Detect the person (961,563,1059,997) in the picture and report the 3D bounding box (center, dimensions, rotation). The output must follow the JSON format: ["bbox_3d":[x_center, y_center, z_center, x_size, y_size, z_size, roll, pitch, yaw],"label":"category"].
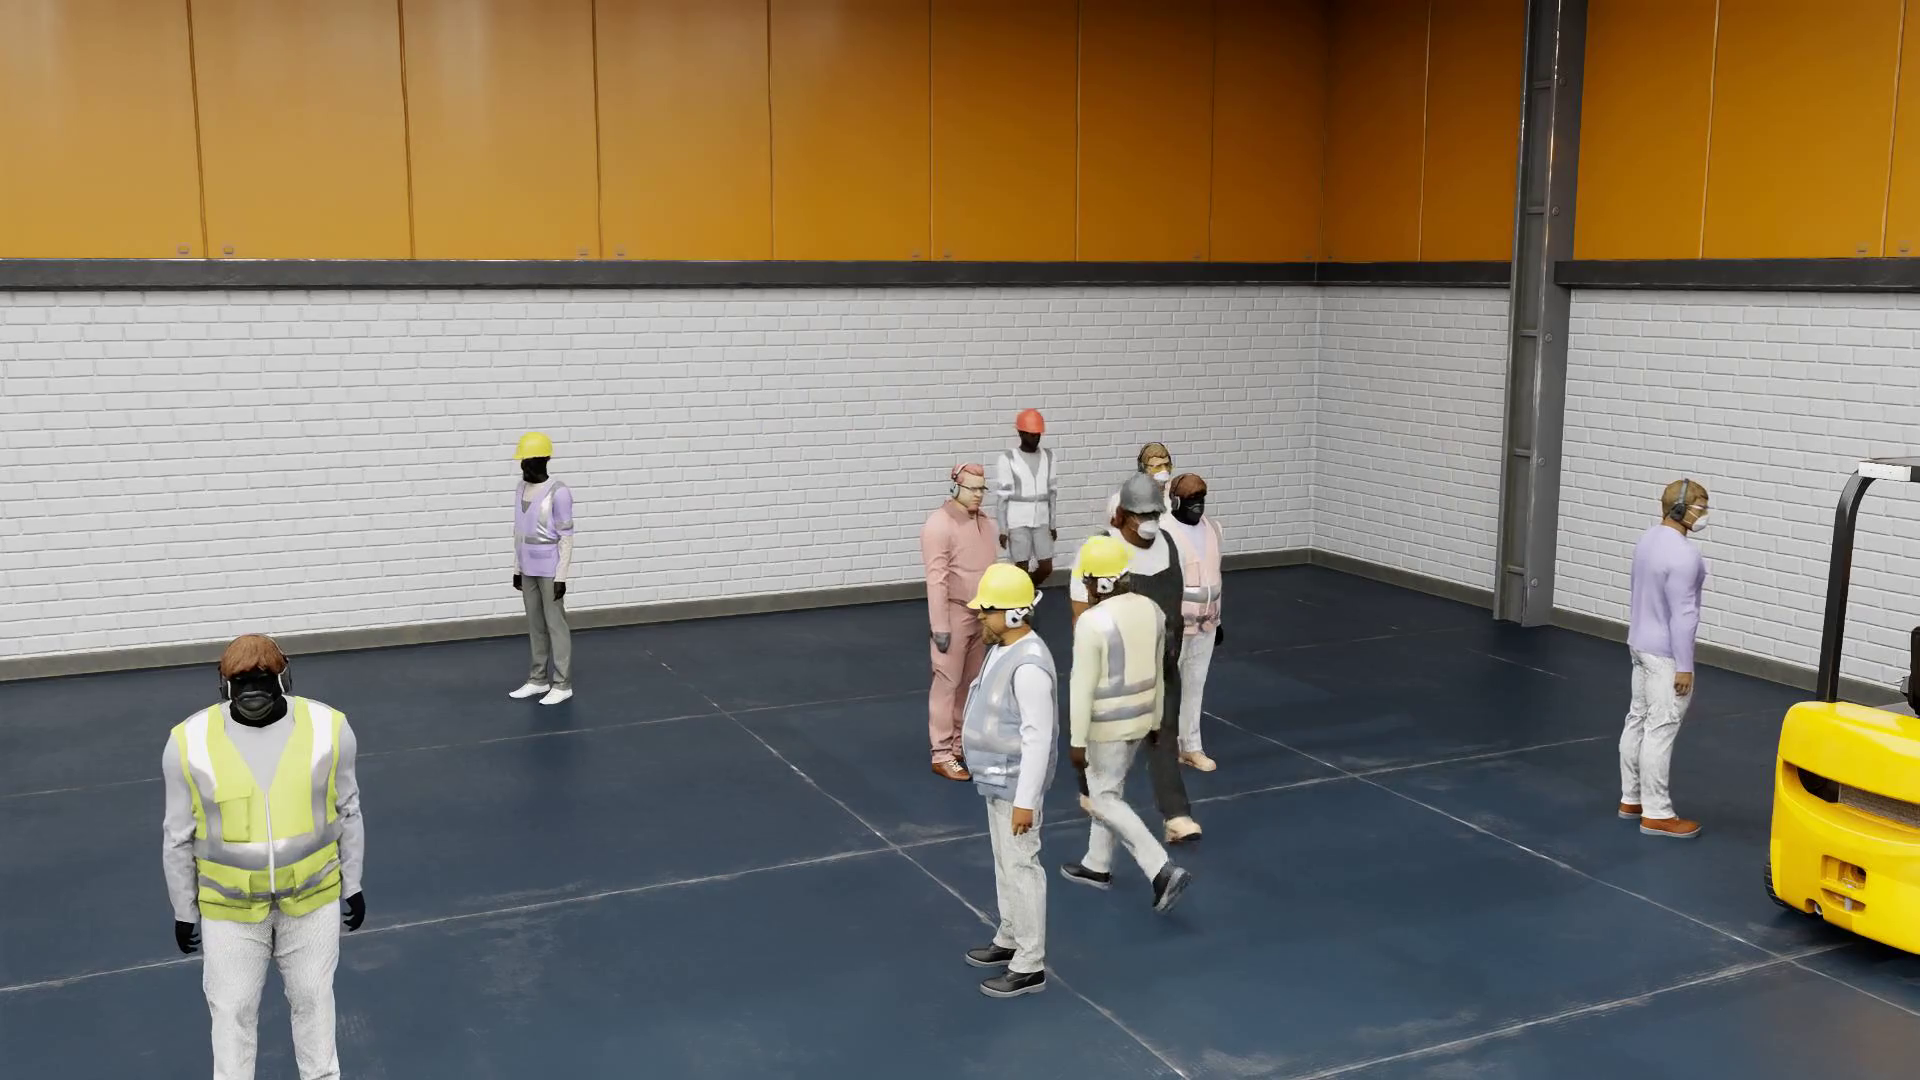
[{"bbox_3d":[0.206,0.999,7.019,0.404,1.827,0.602,-2,9,-9],"label":"person"}]

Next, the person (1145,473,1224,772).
[{"bbox_3d":[1.352,0.510,10.020,0.634,1.841,0.429,-6,11,-33],"label":"person"}]

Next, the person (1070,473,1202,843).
[{"bbox_3d":[0.928,0.589,8.916,0.692,2.000,1.038,-4,10,-22],"label":"person"}]

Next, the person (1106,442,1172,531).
[{"bbox_3d":[1.243,0.322,10.885,0.627,1.940,0.376,-5,10,-28],"label":"person"}]

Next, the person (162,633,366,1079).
[{"bbox_3d":[-2.343,1.215,5.649,0.634,1.841,0.429,-4,10,-25],"label":"person"}]

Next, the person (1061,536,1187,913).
[{"bbox_3d":[0.783,0.870,7.923,0.799,1.800,0.606,9,13,43],"label":"person"}]

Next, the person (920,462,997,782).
[{"bbox_3d":[0.035,0.477,10.042,0.403,1.904,0.637,5,11,31],"label":"person"}]

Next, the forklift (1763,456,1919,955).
[{"bbox_3d":[4.857,0.731,7.561,2.313,2.155,1.214,-4,10,-25],"label":"forklift"}]

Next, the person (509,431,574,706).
[{"bbox_3d":[-2.953,0.193,11.716,0.587,1.929,0.361,7,12,38],"label":"person"}]

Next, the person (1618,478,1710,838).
[{"bbox_3d":[3.822,0.624,9.029,0.374,1.934,0.628,0,9,2],"label":"person"}]

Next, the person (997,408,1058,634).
[{"bbox_3d":[0.557,-0.151,13.892,0.566,1.917,0.480,-4,10,-23],"label":"person"}]
